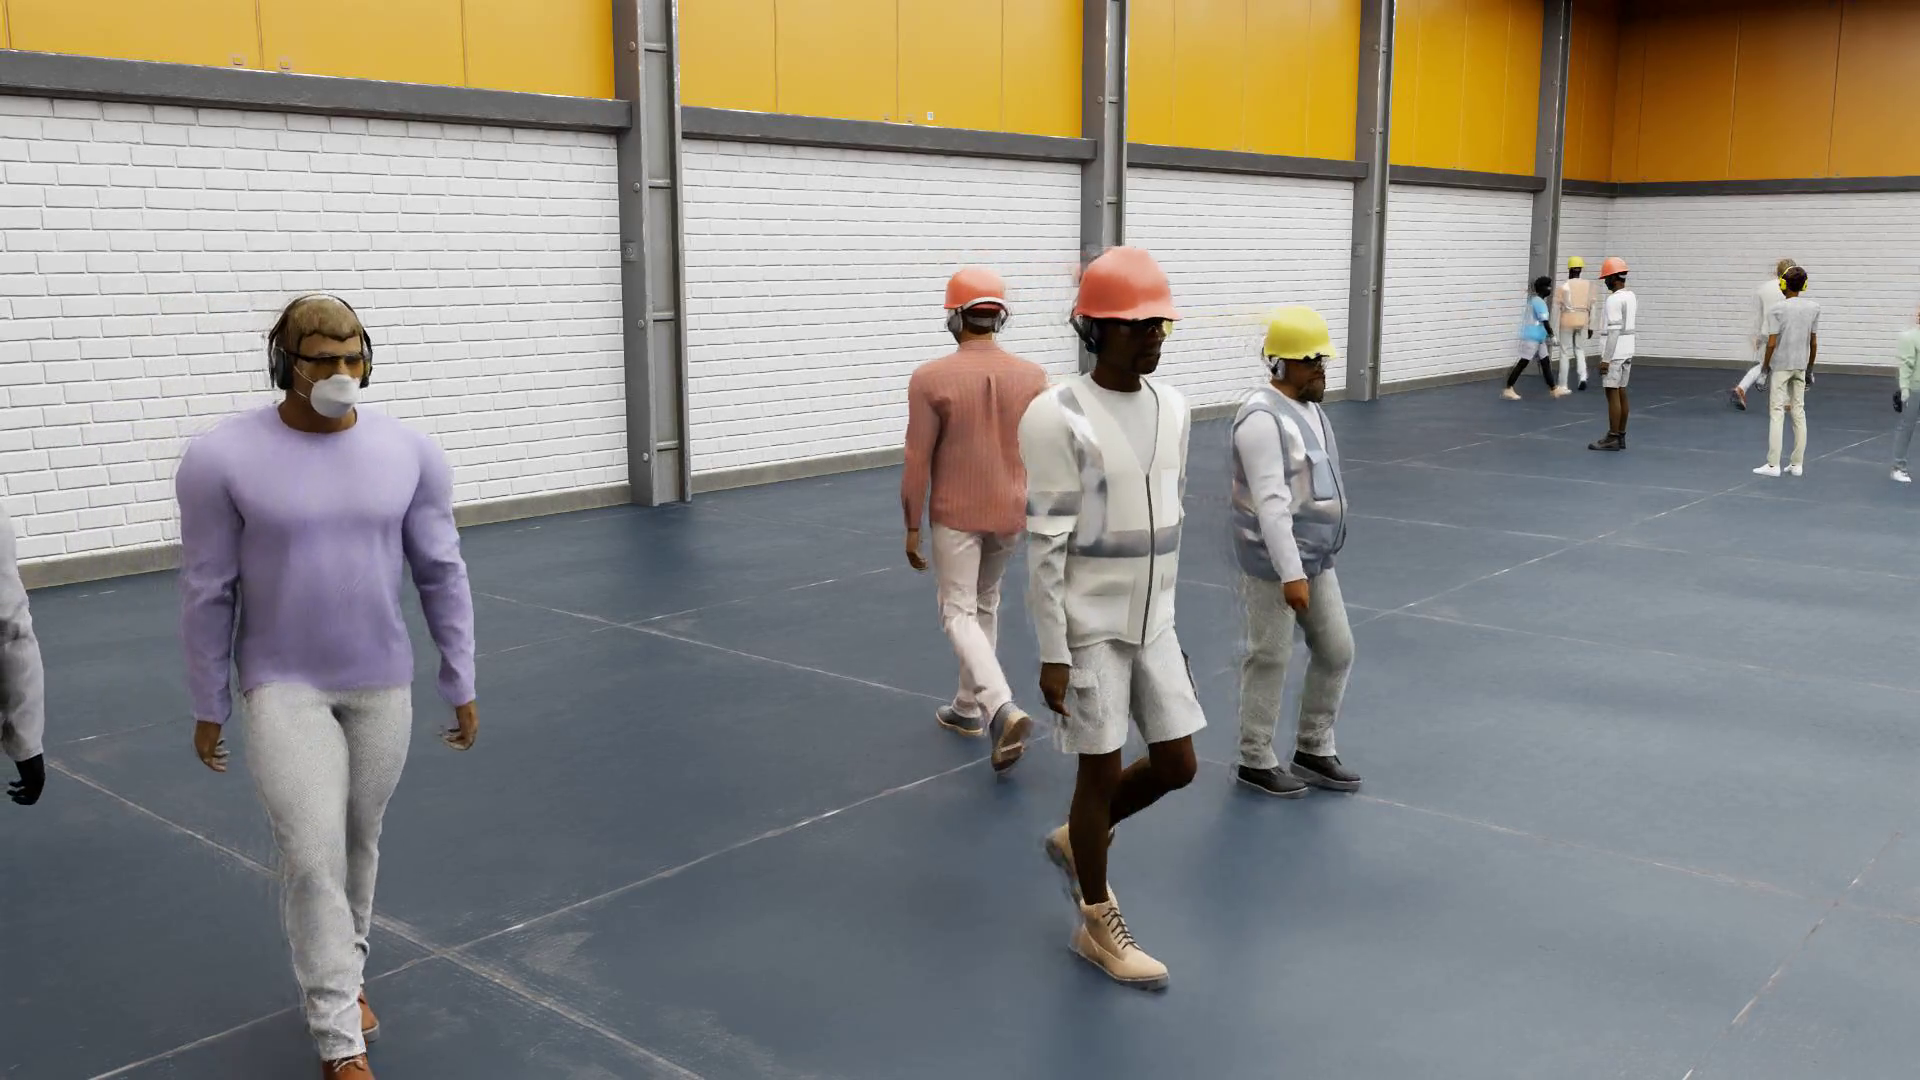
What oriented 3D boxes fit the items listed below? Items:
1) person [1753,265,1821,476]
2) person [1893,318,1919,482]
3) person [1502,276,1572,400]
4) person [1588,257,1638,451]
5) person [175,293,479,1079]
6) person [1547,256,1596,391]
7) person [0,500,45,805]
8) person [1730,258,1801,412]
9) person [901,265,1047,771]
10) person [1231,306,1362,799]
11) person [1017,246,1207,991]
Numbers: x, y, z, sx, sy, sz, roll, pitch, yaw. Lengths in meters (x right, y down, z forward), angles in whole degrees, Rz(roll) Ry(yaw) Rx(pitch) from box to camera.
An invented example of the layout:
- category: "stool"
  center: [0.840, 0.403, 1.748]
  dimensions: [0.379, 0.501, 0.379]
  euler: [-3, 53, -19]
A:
- category: "person"
  center: [7.351, -1.498, 14.791]
  dimensions: [0.518, 1.874, 0.327]
  euler: [-1, 10, -6]
- category: "person"
  center: [8.266, -1.246, 14.145]
  dimensions: [0.522, 1.596, 0.825]
  euler: [0, 10, 3]
- category: "person"
  center: [7.685, -2.675, 22.112]
  dimensions: [0.900, 1.642, 0.535]
  euler: [3, 10, 18]
- category: "person"
  center: [6.533, -1.851, 16.647]
  dimensions: [0.381, 1.927, 0.542]
  euler: [8, 13, 40]
- category: "person"
  center: [-1.460, 0.380, 3.978]
  dimensions: [0.650, 1.905, 0.899]
  euler: [-7, 12, -35]
- category: "person"
  center: [8.635, -3.049, 23.508]
  dimensions: [0.622, 1.916, 0.458]
  euler: [-1, 10, -8]
- category: "person"
  center: [-2.464, 0.476, 3.828]
  dimensions: [0.645, 1.785, 0.969]
  euler: [-10, 14, -44]
- category: "person"
  center: [9.977, -2.504, 20.447]
  dimensions: [0.860, 1.909, 0.629]
  euler: [-3, 10, -17]
- category: "person"
  center: [0.095, -0.095, 6.565]
  dimensions: [0.624, 1.965, 0.909]
  euler: [-5, 11, -26]
- category: "person"
  center: [1.240, 0.068, 6.026]
  dimensions: [0.525, 1.810, 0.603]
  euler: [7, 12, 35]
- category: "person"
  center: [0.402, 0.216, 4.587]
  dimensions: [0.615, 2.026, 0.501]
  euler: [-7, 12, -36]
